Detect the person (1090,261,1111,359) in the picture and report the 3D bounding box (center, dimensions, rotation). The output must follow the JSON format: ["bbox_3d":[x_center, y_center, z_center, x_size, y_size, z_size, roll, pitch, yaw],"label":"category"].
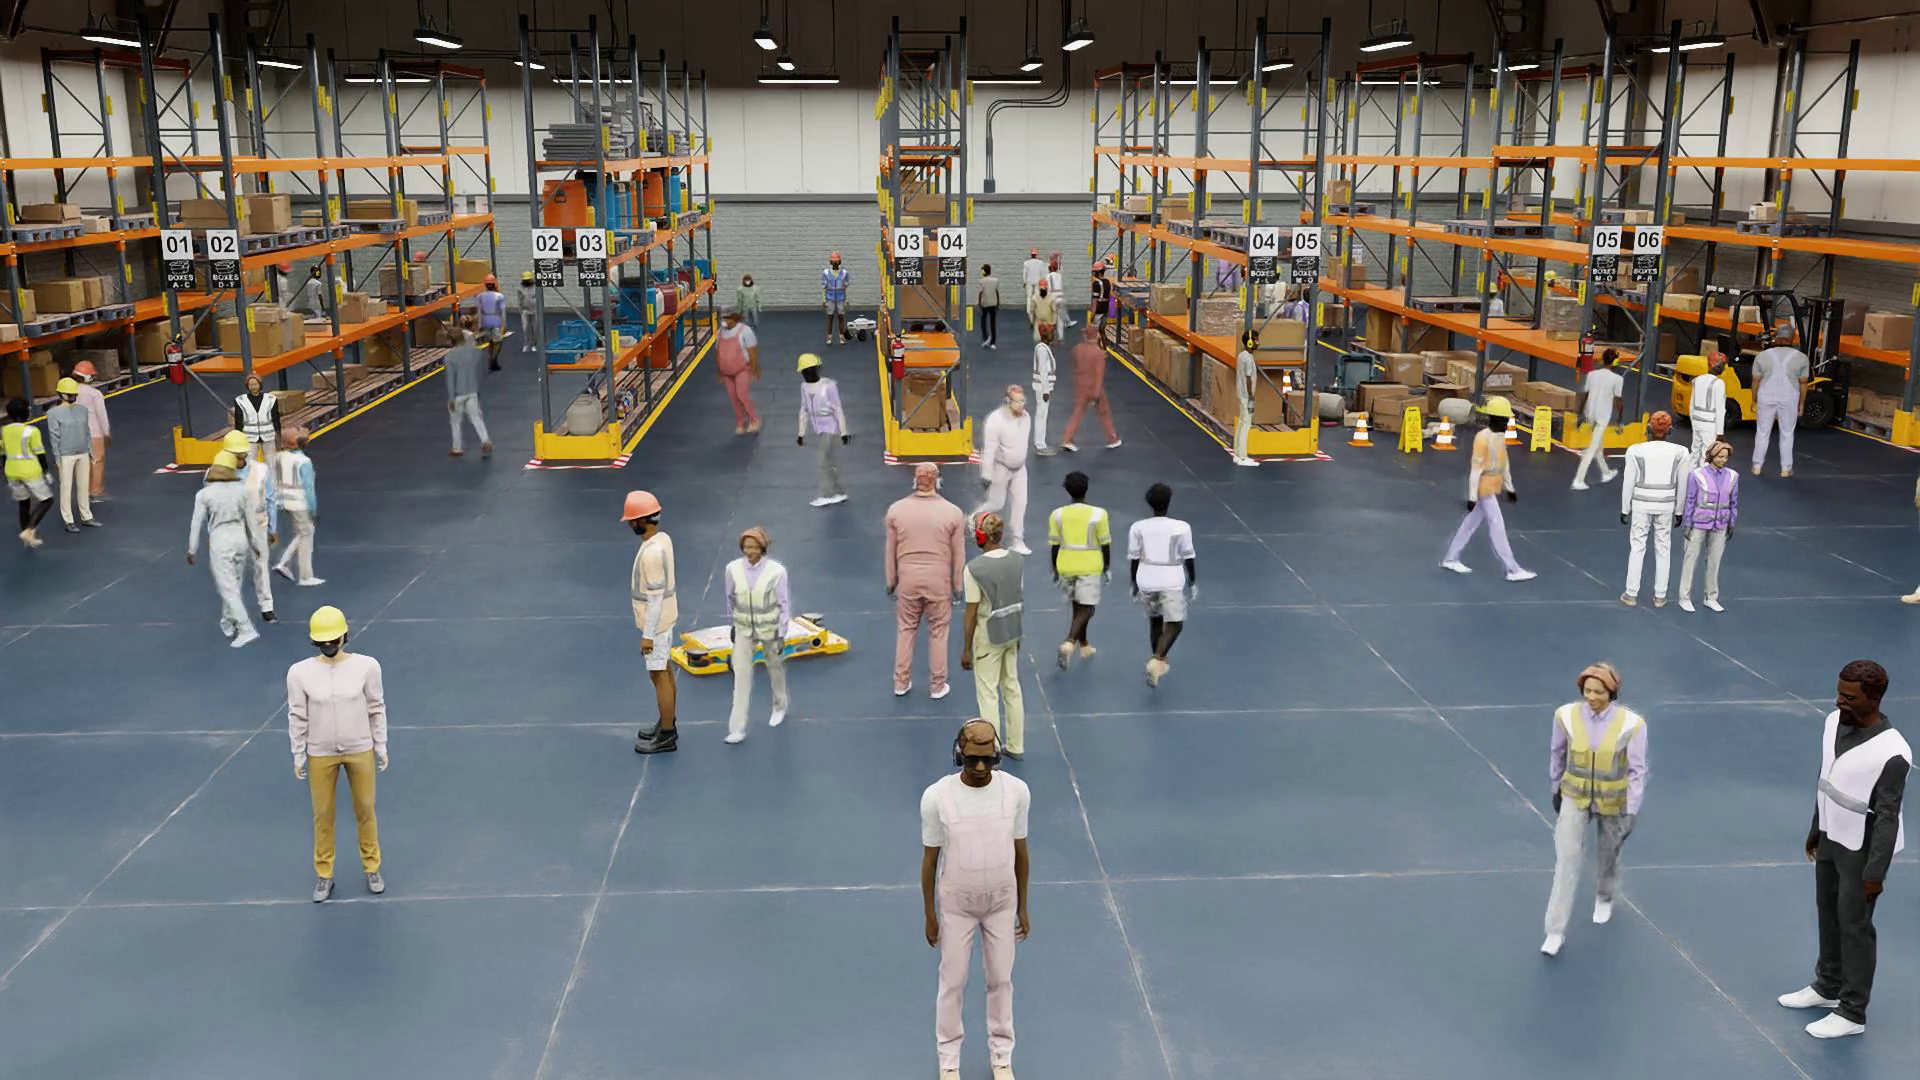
[{"bbox_3d":[2.866,-4.716,34.271,0.404,2.030,0.619,9,16,32],"label":"person"}]

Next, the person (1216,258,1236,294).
[{"bbox_3d":[6.666,-6.428,41.493,0.391,2.041,0.614,-10,17,-37],"label":"person"}]

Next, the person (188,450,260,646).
[{"bbox_3d":[-6.490,0.069,14.721,0.713,1.704,0.568,12,18,41],"label":"person"}]

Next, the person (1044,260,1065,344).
[{"bbox_3d":[2.112,-5.319,37.196,0.595,1.846,0.767,-9,16,-33],"label":"person"}]

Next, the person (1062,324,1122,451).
[{"bbox_3d":[1.900,-2.194,24.023,1.035,1.836,0.625,-13,18,-43],"label":"person"}]

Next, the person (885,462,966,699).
[{"bbox_3d":[-0.273,0.324,13.244,0.650,1.889,0.404,2,13,9],"label":"person"}]

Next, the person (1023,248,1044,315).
[{"bbox_3d":[1.923,-6.745,43.458,0.566,1.751,0.329,-1,13,-3],"label":"person"}]

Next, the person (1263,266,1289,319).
[{"bbox_3d":[6.564,-4.749,34.664,0.590,1.918,0.419,-7,15,-28],"label":"person"}]

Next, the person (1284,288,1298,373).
[{"bbox_3d":[6.430,-4.084,32.435,0.282,1.636,0.500,10,17,37],"label":"person"}]

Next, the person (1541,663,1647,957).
[{"bbox_3d":[3.477,1.441,9.128,0.514,1.590,0.866,8,15,29],"label":"person"}]

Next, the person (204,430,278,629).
[{"bbox_3d":[-6.531,-0.104,15.172,0.593,1.826,0.403,-9,16,-33],"label":"person"}]

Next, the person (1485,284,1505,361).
[{"bbox_3d":[10.385,-4.154,32.559,0.526,1.719,0.912,-2,13,-7],"label":"person"}]

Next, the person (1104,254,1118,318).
[{"bbox_3d":[3.693,-6.195,41.148,0.562,1.742,0.338,8,15,30],"label":"person"}]

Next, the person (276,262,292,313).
[{"bbox_3d":[-14.437,-4.973,35.447,0.392,1.998,0.656,-13,18,-43],"label":"person"}]

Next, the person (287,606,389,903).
[{"bbox_3d":[-3.590,1.231,9.641,0.533,1.767,0.326,-5,14,-20],"label":"person"}]

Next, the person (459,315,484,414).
[{"bbox_3d":[-8.088,-2.881,27.338,0.310,1.636,0.522,-13,18,-43],"label":"person"}]

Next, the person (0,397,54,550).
[{"bbox_3d":[-10.127,-0.700,17.987,0.557,1.685,0.450,4,14,15],"label":"person"}]

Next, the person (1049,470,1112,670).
[{"bbox_3d":[0.973,0.261,13.941,0.540,1.672,0.729,6,15,26],"label":"person"}]

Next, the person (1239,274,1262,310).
[{"bbox_3d":[6.904,-5.828,39.553,0.533,1.765,0.331,2,13,9],"label":"person"}]

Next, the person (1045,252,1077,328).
[{"bbox_3d":[2.355,-6.019,40.154,0.980,1.851,0.674,-9,16,-34],"label":"person"}]

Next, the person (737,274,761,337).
[{"bbox_3d":[-4.609,-5.023,36.455,0.526,1.613,0.383,-4,14,-16],"label":"person"}]

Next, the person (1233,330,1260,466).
[{"bbox_3d":[3.972,-1.961,22.943,0.316,1.870,0.531,-1,13,-4],"label":"person"}]

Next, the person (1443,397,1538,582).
[{"bbox_3d":[5.398,-0.522,16.864,1.016,1.869,0.601,9,16,32],"label":"person"}]

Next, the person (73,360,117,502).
[{"bbox_3d":[-10.762,-1.351,20.615,0.572,1.749,0.342,5,14,20],"label":"person"}]

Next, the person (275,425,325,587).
[{"bbox_3d":[-6.564,-0.326,16.532,0.518,1.624,0.391,12,18,42],"label":"person"}]

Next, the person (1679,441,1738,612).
[{"bbox_3d":[7.058,-0.126,15.685,0.514,1.634,0.313,-1,13,-5],"label":"person"}]

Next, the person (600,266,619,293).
[{"bbox_3d":[-8.790,-6.323,41.700,0.534,1.736,0.363,3,14,11],"label":"person"}]

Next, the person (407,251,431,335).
[{"bbox_3d":[-12.631,-5.752,38.820,0.639,1.951,0.735,4,14,17],"label":"person"}]

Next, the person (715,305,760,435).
[{"bbox_3d":[-3.431,-2.618,25.357,0.750,2.000,0.549,7,15,27],"label":"person"}]

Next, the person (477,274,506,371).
[{"bbox_3d":[-9.121,-4.213,32.382,0.548,1.920,0.671,0,13,1],"label":"person"}]
